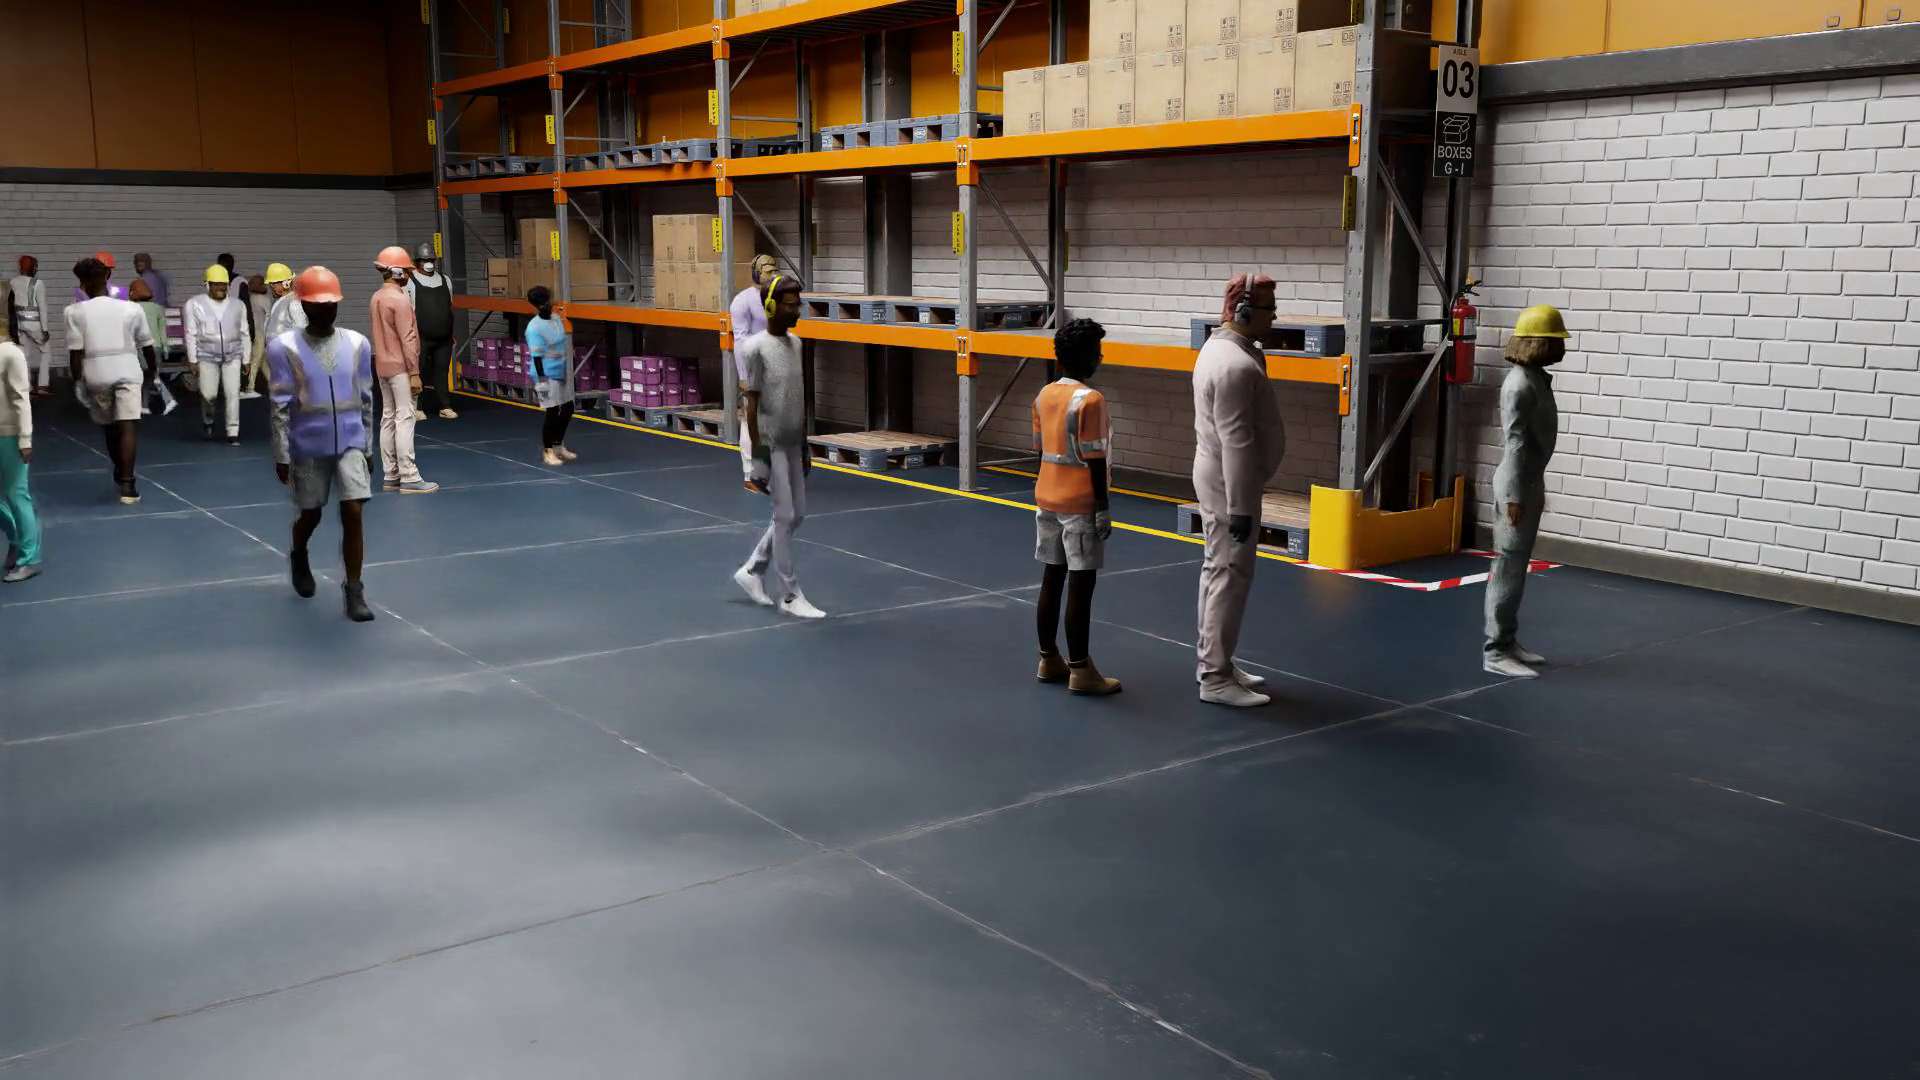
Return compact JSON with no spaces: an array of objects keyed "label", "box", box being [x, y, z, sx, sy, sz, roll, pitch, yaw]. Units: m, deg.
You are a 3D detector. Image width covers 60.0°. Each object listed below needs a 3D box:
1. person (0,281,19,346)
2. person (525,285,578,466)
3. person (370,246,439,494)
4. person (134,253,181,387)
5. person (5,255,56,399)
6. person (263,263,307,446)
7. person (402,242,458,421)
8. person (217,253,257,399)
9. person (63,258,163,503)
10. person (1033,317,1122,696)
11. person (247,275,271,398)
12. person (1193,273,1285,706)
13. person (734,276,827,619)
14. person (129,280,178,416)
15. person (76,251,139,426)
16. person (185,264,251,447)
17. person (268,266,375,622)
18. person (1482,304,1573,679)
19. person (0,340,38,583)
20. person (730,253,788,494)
[{"label":"person","box":[-12.196,-2.591,20.891,0.655,1.802,0.703,-5,11,-27]},{"label":"person","box":[-3.716,-1.484,15.095,0.320,1.646,0.613,3,11,17]},{"label":"person","box":[-4.550,-1.373,13.503,0.376,1.996,0.612,-10,14,-43]},{"label":"person","box":[-11.327,-3.080,23.376,0.465,1.888,0.686,0,10,-2]},{"label":"person","box":[-12.156,-2.785,21.773,0.603,1.864,0.585,1,10,6]},{"label":"person","box":[-6.753,-1.853,16.679,0.403,1.823,0.586,-9,13,-41]},{"label":"person","box":[-6.075,-2.395,19.103,0.688,2.000,0.539,-10,14,-44]},{"label":"person","box":[-9.458,-2.774,21.679,0.640,1.889,0.563,8,13,37]},{"label":"person","box":[-6.695,-1.267,13.172,0.651,1.898,0.996,-5,11,-26]},{"label":"person","box":[0.518,-0.151,7.504,0.319,1.695,0.532,-5,11,-27]},{"label":"person","box":[-9.197,-2.695,22.013,0.511,1.594,0.827,6,12,30]},{"label":"person","box":[1.221,-0.215,7.313,0.400,1.895,0.652,0,10,3]},{"label":"person","box":[-0.990,-0.508,9.094,0.608,1.869,0.556,5,11,28]},{"label":"person","box":[-9.518,-2.254,19.556,0.818,1.601,0.513,4,11,24]},{"label":"person","box":[-9.479,-2.234,18.493,0.551,1.934,0.372,-2,10,-9]},{"label":"person","box":[-7.413,-1.844,16.643,0.609,1.814,0.525,-7,12,-33]},{"label":"person","box":[-3.490,-0.534,9.078,0.554,1.913,0.831,-8,13,-36]},{"label":"person","box":[2.671,-0.234,7.832,0.321,1.742,0.492,6,12,29]},{"label":"person","box":[-5.762,-0.614,9.932,0.549,1.742,0.393,3,10,15]},{"label":"person","box":[-1.586,-1.350,13.539,0.369,1.939,0.631,7,12,33]}]
